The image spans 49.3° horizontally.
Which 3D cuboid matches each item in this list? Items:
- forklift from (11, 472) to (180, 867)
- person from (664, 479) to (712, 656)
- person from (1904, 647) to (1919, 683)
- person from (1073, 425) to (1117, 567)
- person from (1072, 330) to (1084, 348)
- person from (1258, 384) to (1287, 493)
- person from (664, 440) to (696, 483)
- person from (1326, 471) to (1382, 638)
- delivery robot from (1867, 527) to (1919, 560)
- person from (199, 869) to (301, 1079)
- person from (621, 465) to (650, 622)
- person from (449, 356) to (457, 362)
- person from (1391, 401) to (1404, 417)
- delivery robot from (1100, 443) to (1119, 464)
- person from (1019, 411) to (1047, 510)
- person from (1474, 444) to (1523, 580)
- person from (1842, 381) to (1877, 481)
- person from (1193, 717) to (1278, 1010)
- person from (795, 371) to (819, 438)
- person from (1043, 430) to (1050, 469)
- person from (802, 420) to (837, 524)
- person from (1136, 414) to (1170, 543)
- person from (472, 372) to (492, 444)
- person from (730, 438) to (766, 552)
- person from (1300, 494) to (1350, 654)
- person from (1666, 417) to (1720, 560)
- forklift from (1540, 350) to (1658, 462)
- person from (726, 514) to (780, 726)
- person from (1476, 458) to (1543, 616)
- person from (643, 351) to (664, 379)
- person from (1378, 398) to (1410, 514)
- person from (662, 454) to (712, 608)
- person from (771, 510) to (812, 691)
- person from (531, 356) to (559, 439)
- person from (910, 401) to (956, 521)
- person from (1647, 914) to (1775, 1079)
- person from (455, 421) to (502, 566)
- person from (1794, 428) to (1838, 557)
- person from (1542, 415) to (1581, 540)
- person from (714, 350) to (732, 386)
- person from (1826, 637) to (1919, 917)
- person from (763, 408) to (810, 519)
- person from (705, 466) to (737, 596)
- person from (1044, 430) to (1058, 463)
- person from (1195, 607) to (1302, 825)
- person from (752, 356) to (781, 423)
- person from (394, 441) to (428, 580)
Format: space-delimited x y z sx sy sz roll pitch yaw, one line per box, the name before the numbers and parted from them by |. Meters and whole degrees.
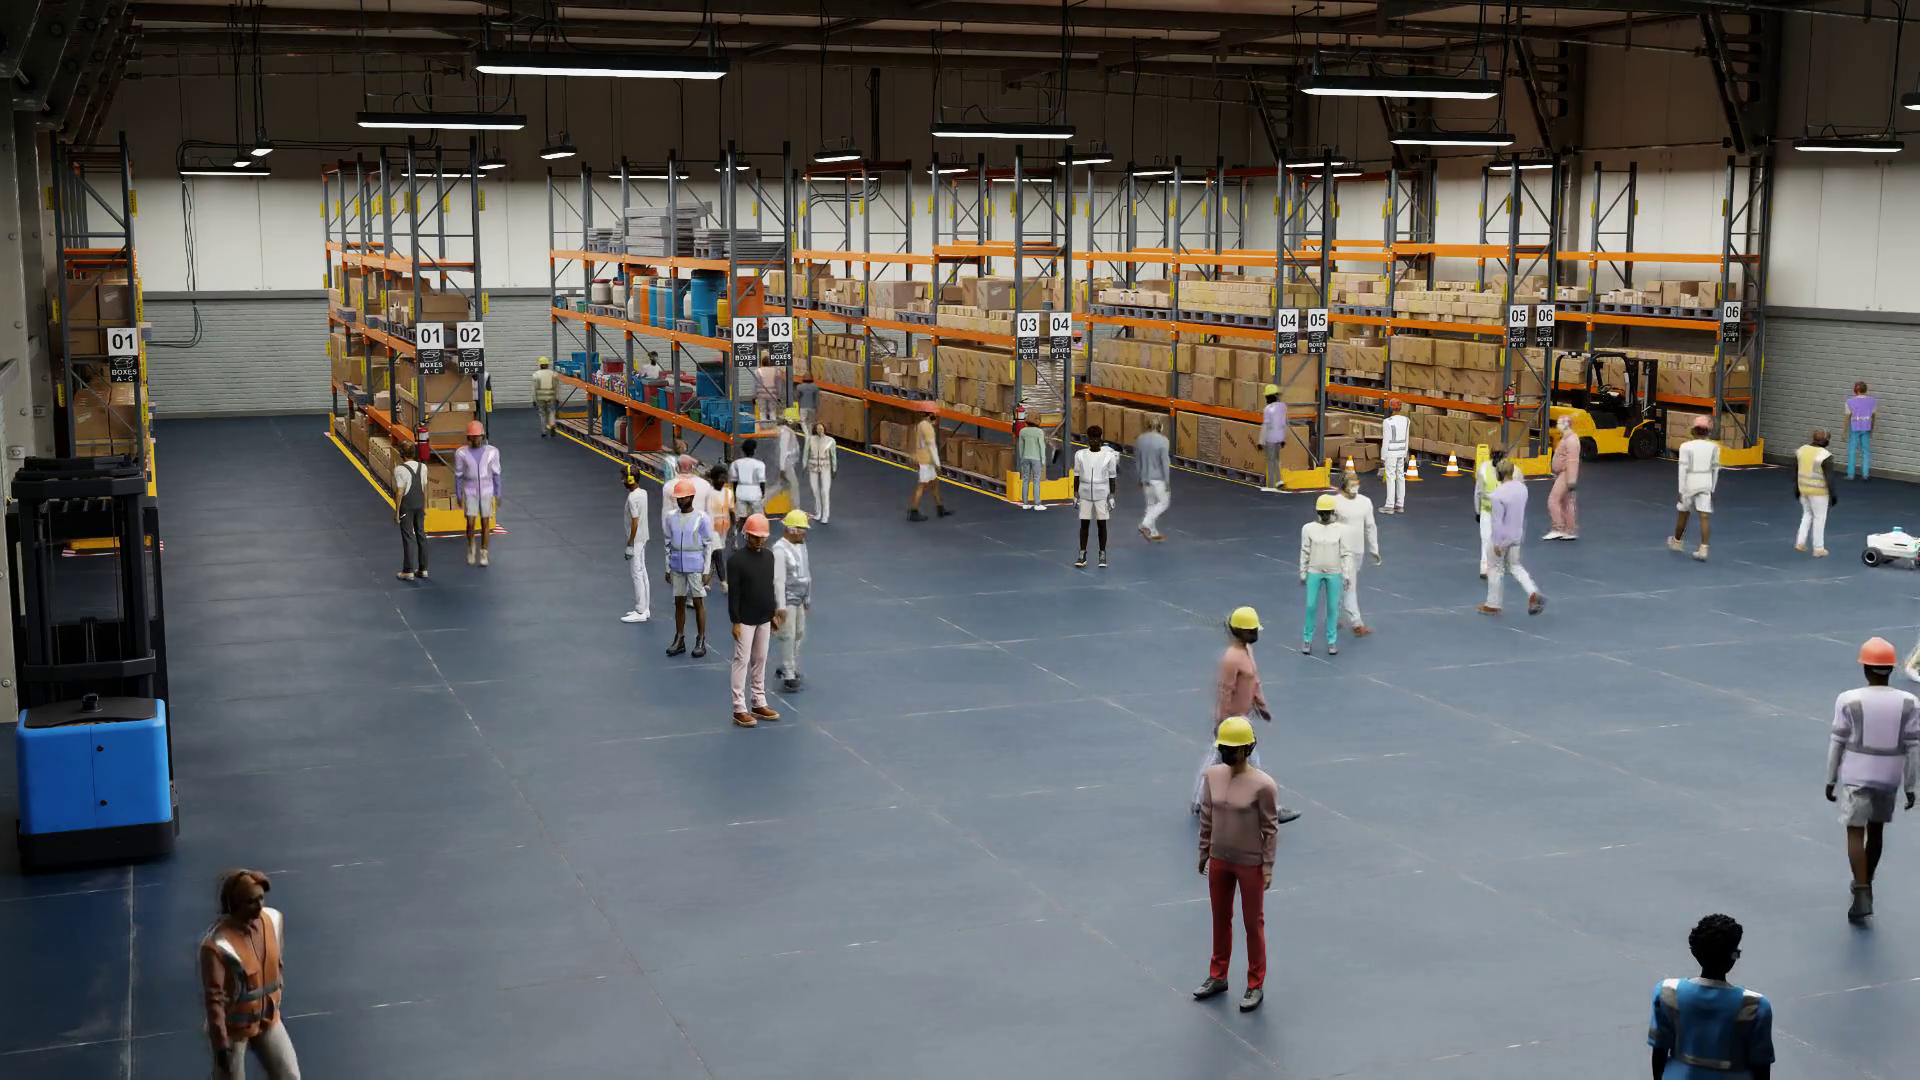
forklift | -6.630 0.886 15.957 1.129 2.768 1.873 -3 9 -21
person | -2.983 0.299 22.856 0.551 1.937 0.357 3 9 18
person | 10.069 0.704 21.306 0.516 1.595 0.846 -6 10 -33
person | 1.844 -0.607 28.827 0.603 1.959 0.376 2 9 12
person | 3.115 -4.584 55.394 0.355 1.942 0.543 2 9 11
person | 5.484 -1.786 36.810 0.403 1.914 0.622 8 12 44
person | -4.040 -0.651 30.344 0.517 1.591 0.874 -4 9 -24
person | 4.480 0.139 24.105 0.631 1.891 1.025 -5 10 -28
delivery robot | 12.898 0.064 28.842 0.477 0.478 0.707 -8 12 -43
person | -3.409 2.366 10.096 0.548 1.615 0.553 5 10 28
person | -3.868 0.033 24.876 0.328 1.865 0.517 1 9 7
person | -11.121 -3.170 45.854 0.791 1.975 0.537 2 9 15
person | 10.063 -3.421 48.344 0.483 1.737 0.320 8 11 41
delivery robot | 2.783 -1.615 40.038 0.477 0.478 0.707 -3 9 -17
person | 1.202 -1.311 34.598 0.499 1.633 0.281 6 11 36
person | 7.108 -0.360 27.694 0.647 1.796 0.929 3 9 20
person | 16.525 -1.996 38.461 0.569 1.846 0.386 0 9 2
person | 1.650 1.926 12.581 0.533 1.767 0.321 7 11 40
person | -3.241 -2.793 44.559 0.508 1.610 0.663 -2 9 -15
person | 1.582 -2.323 40.484 0.690 1.892 0.582 8 12 43
person | -2.217 -1.097 33.228 0.524 1.614 0.655 1 9 9
person | 2.836 -0.900 30.876 0.537 1.929 0.646 -7 11 -38
person | -10.332 -2.951 44.772 0.658 1.859 0.836 0 9 2
person | -3.032 -0.603 29.762 0.539 1.680 0.604 3 9 19
person | 3.999 0.369 22.976 0.544 1.766 0.326 1 9 8
person | 10.424 -0.750 29.689 0.626 1.985 1.059 -1 9 -4
forklift | 12.897 -2.725 42.309 2.313 2.155 1.214 -3 9 -21
person | -1.938 0.738 19.761 0.392 1.988 0.609 7 11 38
person | 6.590 -0.022 25.066 0.632 1.917 0.765 -6 10 -35
person | -6.903 -3.355 47.489 0.554 1.852 0.641 -4 9 -26
person | 7.090 -1.377 34.217 0.574 1.883 0.355 -6 11 -36
person | -3.361 -0.108 25.710 0.670 1.890 0.439 -4 9 -24
person | -1.744 0.604 21.265 0.477 1.808 0.744 3 9 19
person | -9.157 -3.151 46.227 0.615 1.822 0.414 -3 9 -21
person | -0.413 -1.264 33.394 0.909 1.897 0.576 -2 9 -13
person | 3.283 2.471 9.178 0.530 1.695 0.321 5 10 31
person | -6.605 -0.629 28.781 0.609 2.024 0.610 -3 9 -17
person | 12.146 -0.673 29.705 0.467 1.832 0.660 -3 9 -21
person | 8.920 -0.928 31.209 0.664 1.883 0.669 1 9 10
person | -5.523 -3.742 49.732 0.647 1.950 0.962 1 9 8
person | 6.218 1.604 14.284 0.557 1.905 0.886 1 9 8
person | -2.862 -1.224 33.502 0.829 1.804 0.603 0 9 -1
person | -3.120 -0.137 26.743 0.535 1.642 0.907 -8 12 -44
person | 1.592 -2.375 40.837 0.621 1.886 0.686 7 11 40
person | 2.253 1.375 16.414 0.902 1.721 0.527 3 9 19
person | -4.279 -3.158 46.290 0.633 1.828 0.447 -3 9 -16
person | -7.295 -0.401 27.835 0.331 1.845 0.511 7 11 39
